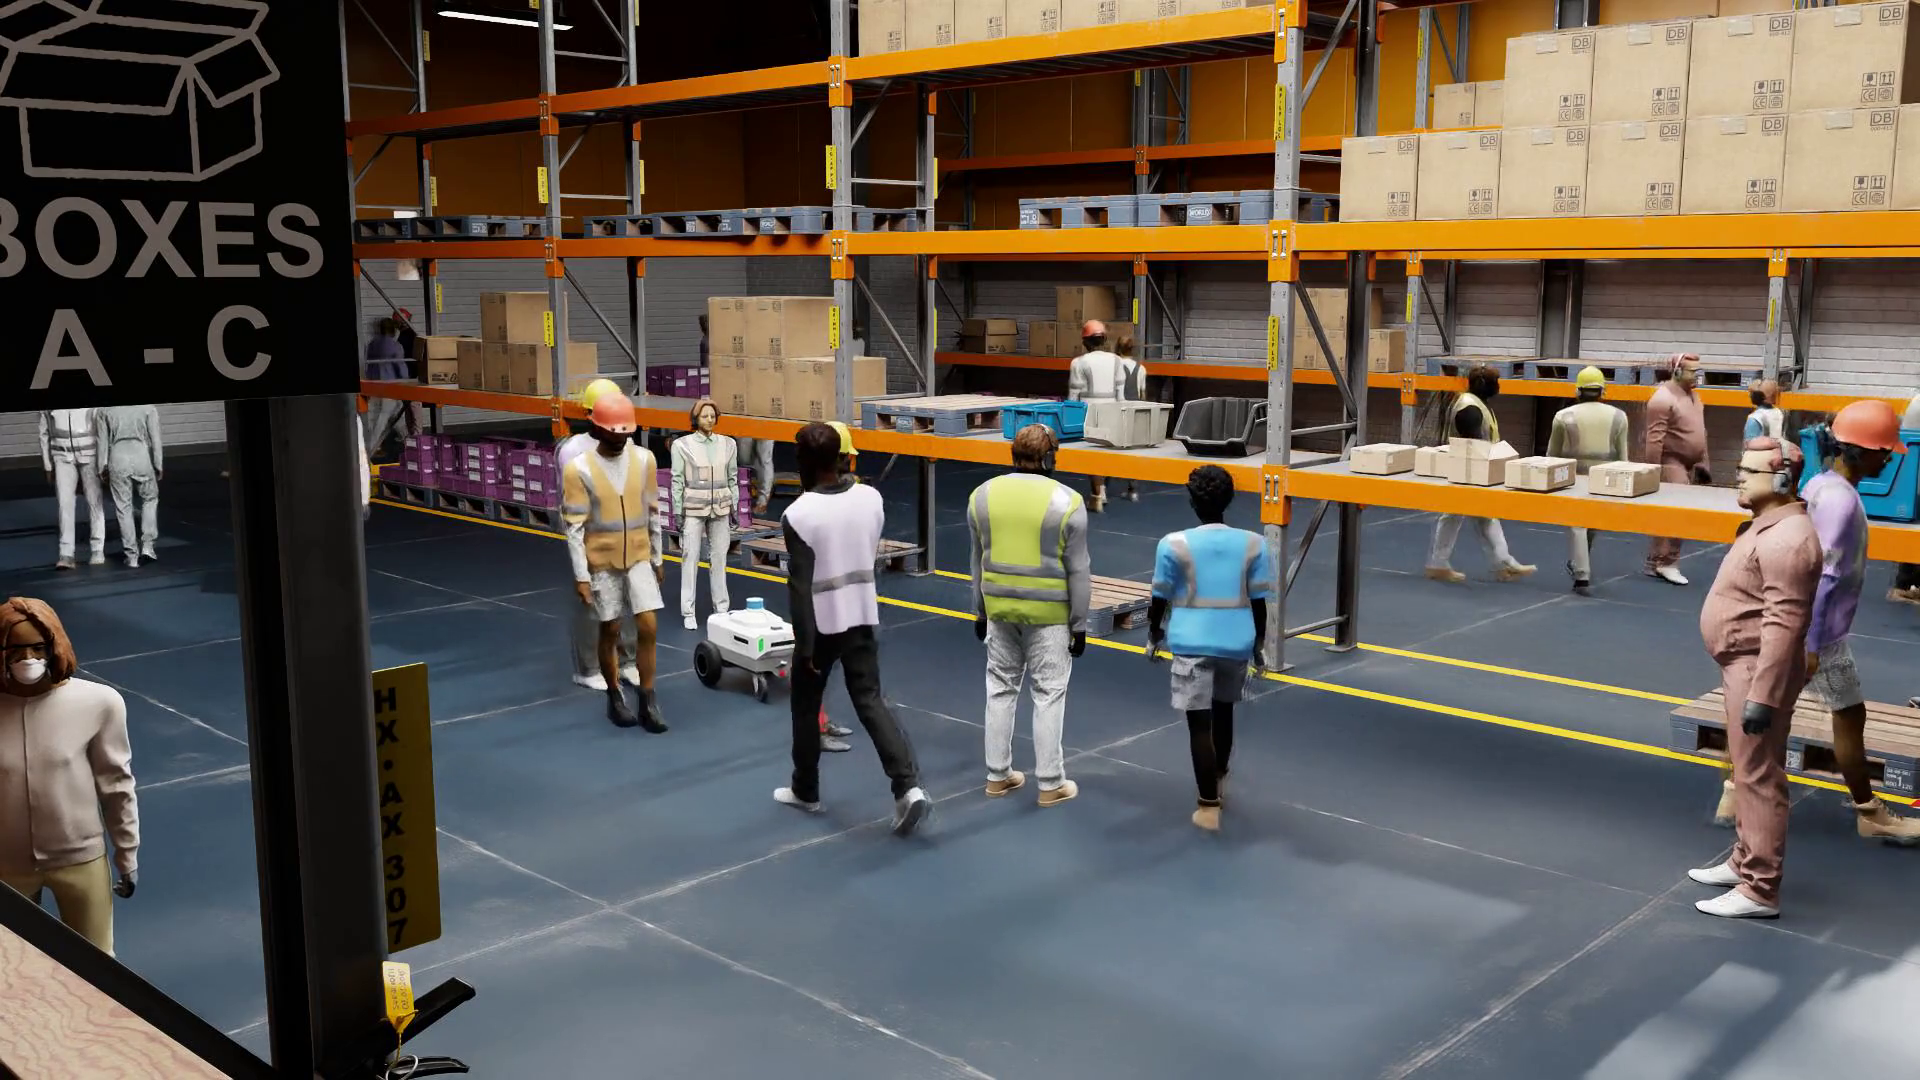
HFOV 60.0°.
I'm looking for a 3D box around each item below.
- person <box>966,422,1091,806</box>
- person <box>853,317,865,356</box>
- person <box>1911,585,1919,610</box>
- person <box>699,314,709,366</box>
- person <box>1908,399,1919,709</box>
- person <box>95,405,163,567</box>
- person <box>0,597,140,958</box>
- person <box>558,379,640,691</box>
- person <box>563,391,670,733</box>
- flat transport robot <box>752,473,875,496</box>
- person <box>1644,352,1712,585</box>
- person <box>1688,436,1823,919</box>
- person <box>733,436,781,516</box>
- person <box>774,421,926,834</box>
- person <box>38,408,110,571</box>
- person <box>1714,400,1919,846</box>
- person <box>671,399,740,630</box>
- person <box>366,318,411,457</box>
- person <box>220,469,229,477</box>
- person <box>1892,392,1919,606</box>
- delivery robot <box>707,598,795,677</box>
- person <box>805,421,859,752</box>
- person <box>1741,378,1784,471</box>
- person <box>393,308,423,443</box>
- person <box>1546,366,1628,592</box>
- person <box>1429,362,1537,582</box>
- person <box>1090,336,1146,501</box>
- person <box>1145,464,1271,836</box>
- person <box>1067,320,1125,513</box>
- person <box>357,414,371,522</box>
[{"bbox_3d":[0.341,0.353,7.979,0.627,1.839,0.429,5,10,27],"label":"person"},{"bbox_3d":[-1.504,-2.326,24.350,0.404,1.851,0.549,6,11,33],"label":"person"},{"bbox_3d":[7.188,-0.308,11.591,0.746,1.977,0.629,6,11,33],"label":"person"},{"bbox_3d":[-3.755,-2.593,25.975,0.761,1.869,0.693,3,10,19],"label":"person"},{"bbox_3d":[5.512,0.052,9.329,0.616,1.993,0.395,-8,12,-40],"label":"person"},{"bbox_3d":[-7.165,-0.630,14.361,0.523,1.710,0.458,-5,11,-30],"label":"person"},{"bbox_3d":[-2.680,0.963,4.883,0.500,1.628,0.277,-4,10,-24],"label":"person"},{"bbox_3d":[-2.101,-0.012,10.004,0.649,1.902,0.625,6,11,34],"label":"person"},{"bbox_3d":[-1.855,0.131,9.117,0.585,1.902,0.696,-5,11,-30],"label":"person"},{"bbox_3d":[-1.728,-0.616,18.702,1.431,0.197,0.652,3,10,19],"label":"flat transport robot"},{"bbox_3d":[5.898,-0.576,13.531,0.647,1.889,0.584,-9,13,-42],"label":"person"},{"bbox_3d":[3.150,0.540,6.608,0.409,1.909,0.651,4,10,21],"label":"person"},{"bbox_3d":[-2.081,-1.228,17.375,0.651,1.928,0.520,3,10,18],"label":"person"},{"bbox_3d":[-0.530,0.395,7.597,0.598,1.883,0.935,-8,12,-41],"label":"person"},{"bbox_3d":[-7.580,-0.679,14.265,0.597,1.883,0.531,-3,10,-15],"label":"person"},{"bbox_3d":[3.904,0.371,7.369,0.983,1.983,0.764,3,10,18],"label":"person"},{"bbox_3d":[-1.816,-0.187,11.874,0.514,1.645,0.308,-6,11,-31],"label":"person"},{"bbox_3d":[-7.778,-2.100,22.841,0.653,1.884,1.033,6,11,34],"label":"person"},{"bbox_3d":[-8.728,-1.680,20.517,0.799,1.820,0.634,0,9,-3],"label":"person"},{"bbox_3d":[7.433,-0.462,12.346,0.711,2.000,0.944,-6,11,-34],"label":"person"},{"bbox_3d":[-1.244,0.595,10.123,0.477,0.478,0.707,-7,11,-36],"label":"delivery robot"},{"bbox_3d":[-0.698,0.247,8.869,0.334,1.764,0.523,-1,9,-3],"label":"person"},{"bbox_3d":[6.903,-0.574,14.279,0.533,1.624,0.460,-7,12,-38],"label":"person"},{"bbox_3d":[-8.134,-2.408,24.447,0.392,1.986,0.610,-7,12,-38],"label":"person"},{"bbox_3d":[5.006,-0.496,13.354,0.604,1.783,0.946,1,9,3],"label":"person"},{"bbox_3d":[4.256,-0.526,13.450,0.902,1.803,0.651,5,10,27],"label":"person"},{"bbox_3d":[1.787,-1.358,18.516,0.539,1.815,0.781,-4,10,-24],"label":"person"},{"bbox_3d":[1.124,0.472,7.737,0.544,1.659,0.794,-2,9,-10],"label":"person"},{"bbox_3d":[1.393,-1.301,17.524,0.646,2.025,0.558,-4,10,-25],"label":"person"},{"bbox_3d":[-4.470,-0.284,11.690,0.672,1.891,0.509,-6,11,-34],"label":"person"}]
